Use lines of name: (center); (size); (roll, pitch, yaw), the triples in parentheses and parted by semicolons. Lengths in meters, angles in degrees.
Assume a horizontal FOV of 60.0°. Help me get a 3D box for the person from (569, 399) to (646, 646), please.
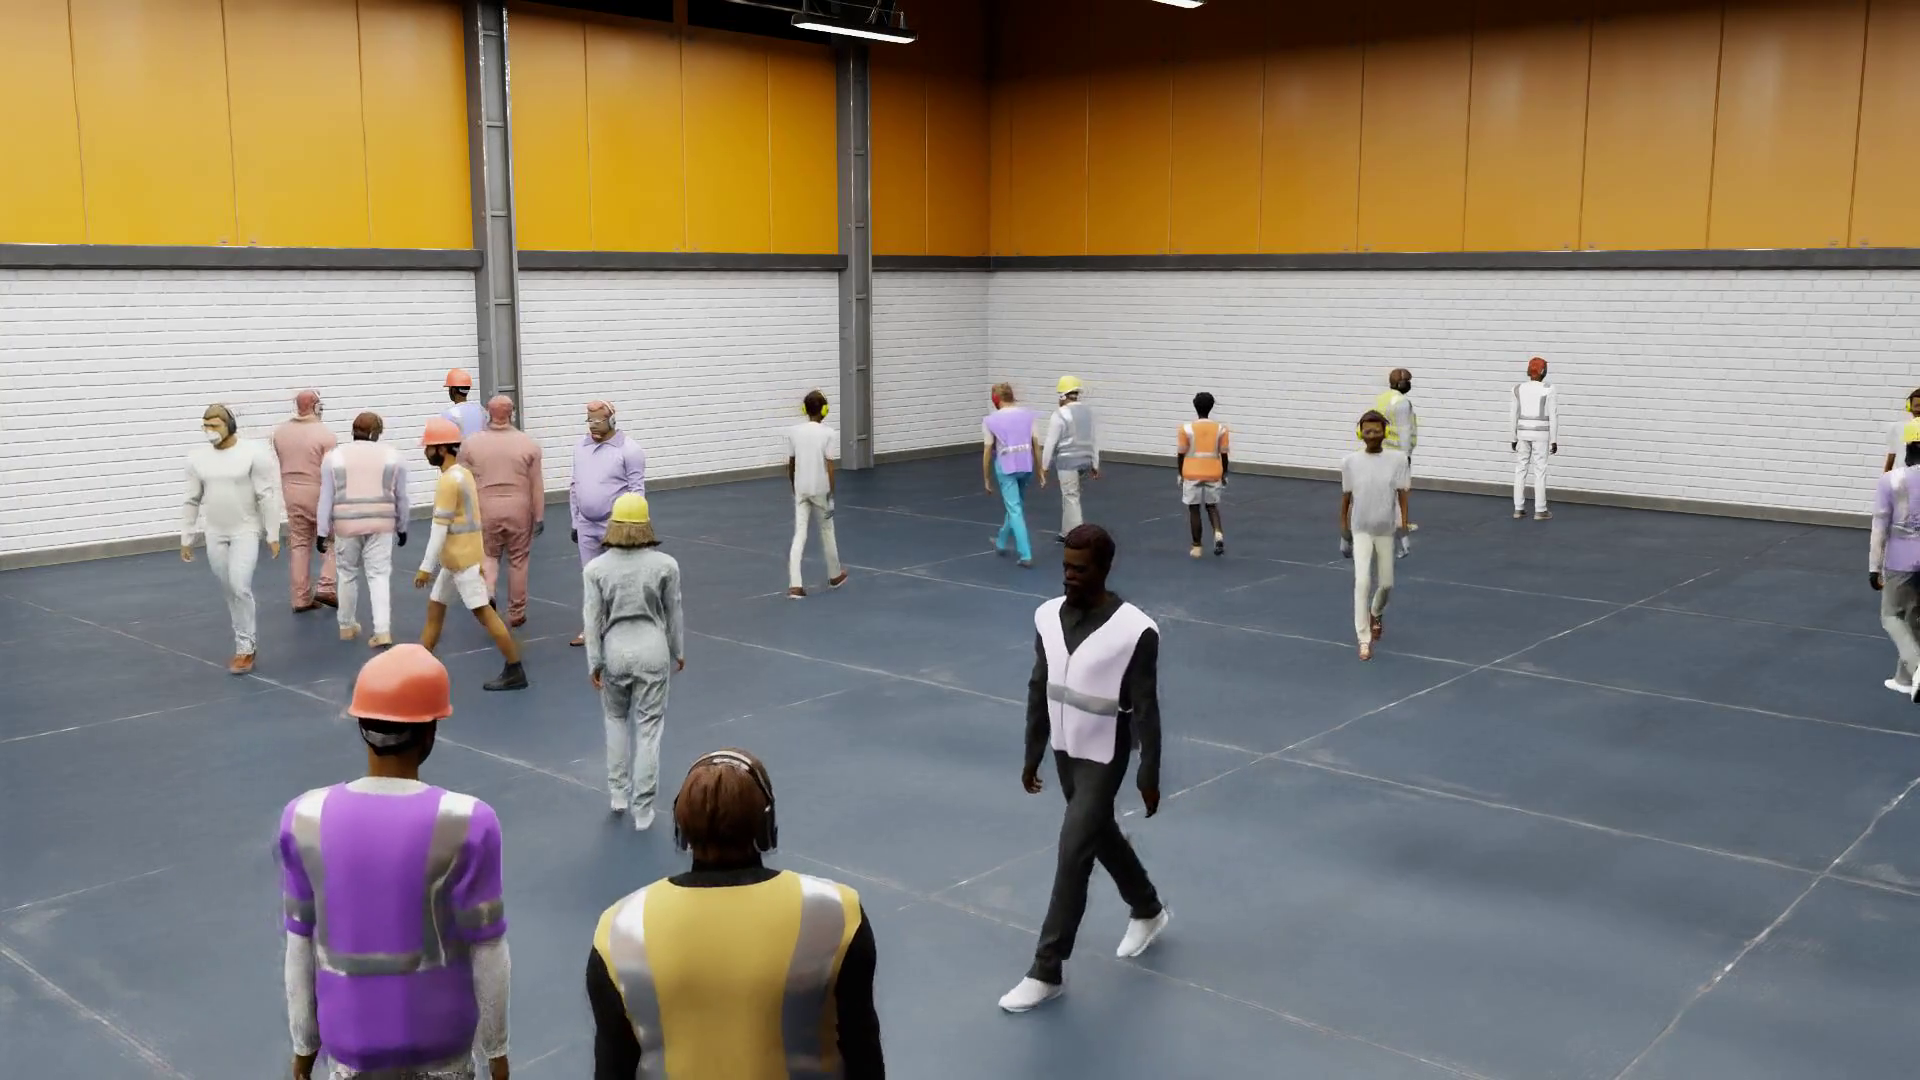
person: (-2.705, -0.117, 12.636); (0.638, 1.903, 0.409); (4, 10, 23)

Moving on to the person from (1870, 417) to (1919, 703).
person: (6.356, 0.141, 11.019); (0.593, 1.908, 0.706); (0, 9, 2)

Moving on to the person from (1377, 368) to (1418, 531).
person: (4.740, -0.979, 18.281); (0.661, 1.825, 0.638); (0, 9, -2)

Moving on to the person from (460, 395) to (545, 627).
person: (-3.633, -0.209, 13.245); (0.652, 1.888, 0.605); (-1, 9, -9)

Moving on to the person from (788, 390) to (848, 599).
person: (-1.292, -0.413, 14.761); (0.506, 1.820, 0.974); (3, 9, 16)

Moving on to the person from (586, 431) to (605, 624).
person: (-2.814, -0.089, 13.312); (0.525, 1.626, 0.326); (6, 11, 35)

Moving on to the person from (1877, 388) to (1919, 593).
person: (8.442, -0.422, 14.712); (0.508, 1.856, 0.354); (6, 11, 35)

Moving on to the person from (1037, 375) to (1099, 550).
person: (1.076, -0.789, 17.134); (0.724, 1.801, 0.618); (9, 12, 43)

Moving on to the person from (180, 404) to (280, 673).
person: (-5.246, 0.001, 11.832); (0.666, 1.917, 0.714); (1, 9, 7)

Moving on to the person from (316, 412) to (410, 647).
person: (-4.566, -0.076, 12.742); (0.692, 1.792, 0.781); (-4, 10, -22)

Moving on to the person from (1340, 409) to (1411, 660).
person: (3.108, -0.069, 12.489); (0.522, 1.849, 0.782); (1, 9, 8)

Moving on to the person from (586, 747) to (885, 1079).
person: (-0.482, 1.361, 3.612); (0.629, 1.824, 0.756); (1, 9, 5)

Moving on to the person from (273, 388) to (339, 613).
person: (-5.444, -0.327, 14.000); (0.654, 1.891, 0.460); (3, 9, 16)

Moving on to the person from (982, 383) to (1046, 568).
person: (0.485, -0.648, 16.344); (0.635, 1.772, 0.992); (-5, 10, -29)

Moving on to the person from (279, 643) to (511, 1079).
person: (-1.402, 1.217, 4.184); (0.564, 1.920, 0.459); (0, 9, -1)

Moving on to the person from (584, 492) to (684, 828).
person: (-1.683, 0.605, 8.651); (0.489, 1.722, 0.596); (-1, 9, -5)

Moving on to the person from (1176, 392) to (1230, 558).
person: (2.422, -0.637, 16.593); (0.533, 1.680, 0.424); (-1, 9, -8)

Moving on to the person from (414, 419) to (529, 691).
person: (-3.442, 0.119, 11.267); (1.041, 1.876, 0.549); (-2, 9, -11)

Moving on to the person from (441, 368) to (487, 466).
person: (-4.815, -0.684, 16.087); (0.368, 1.937, 0.551); (4, 10, 25)

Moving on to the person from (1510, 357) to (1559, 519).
person: (6.682, -1.182, 19.360); (0.573, 1.887, 0.354); (9, 13, 43)

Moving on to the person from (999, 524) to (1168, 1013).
person: (0.532, 0.849, 6.646); (1.007, 1.876, 0.599); (-8, 12, -40)
